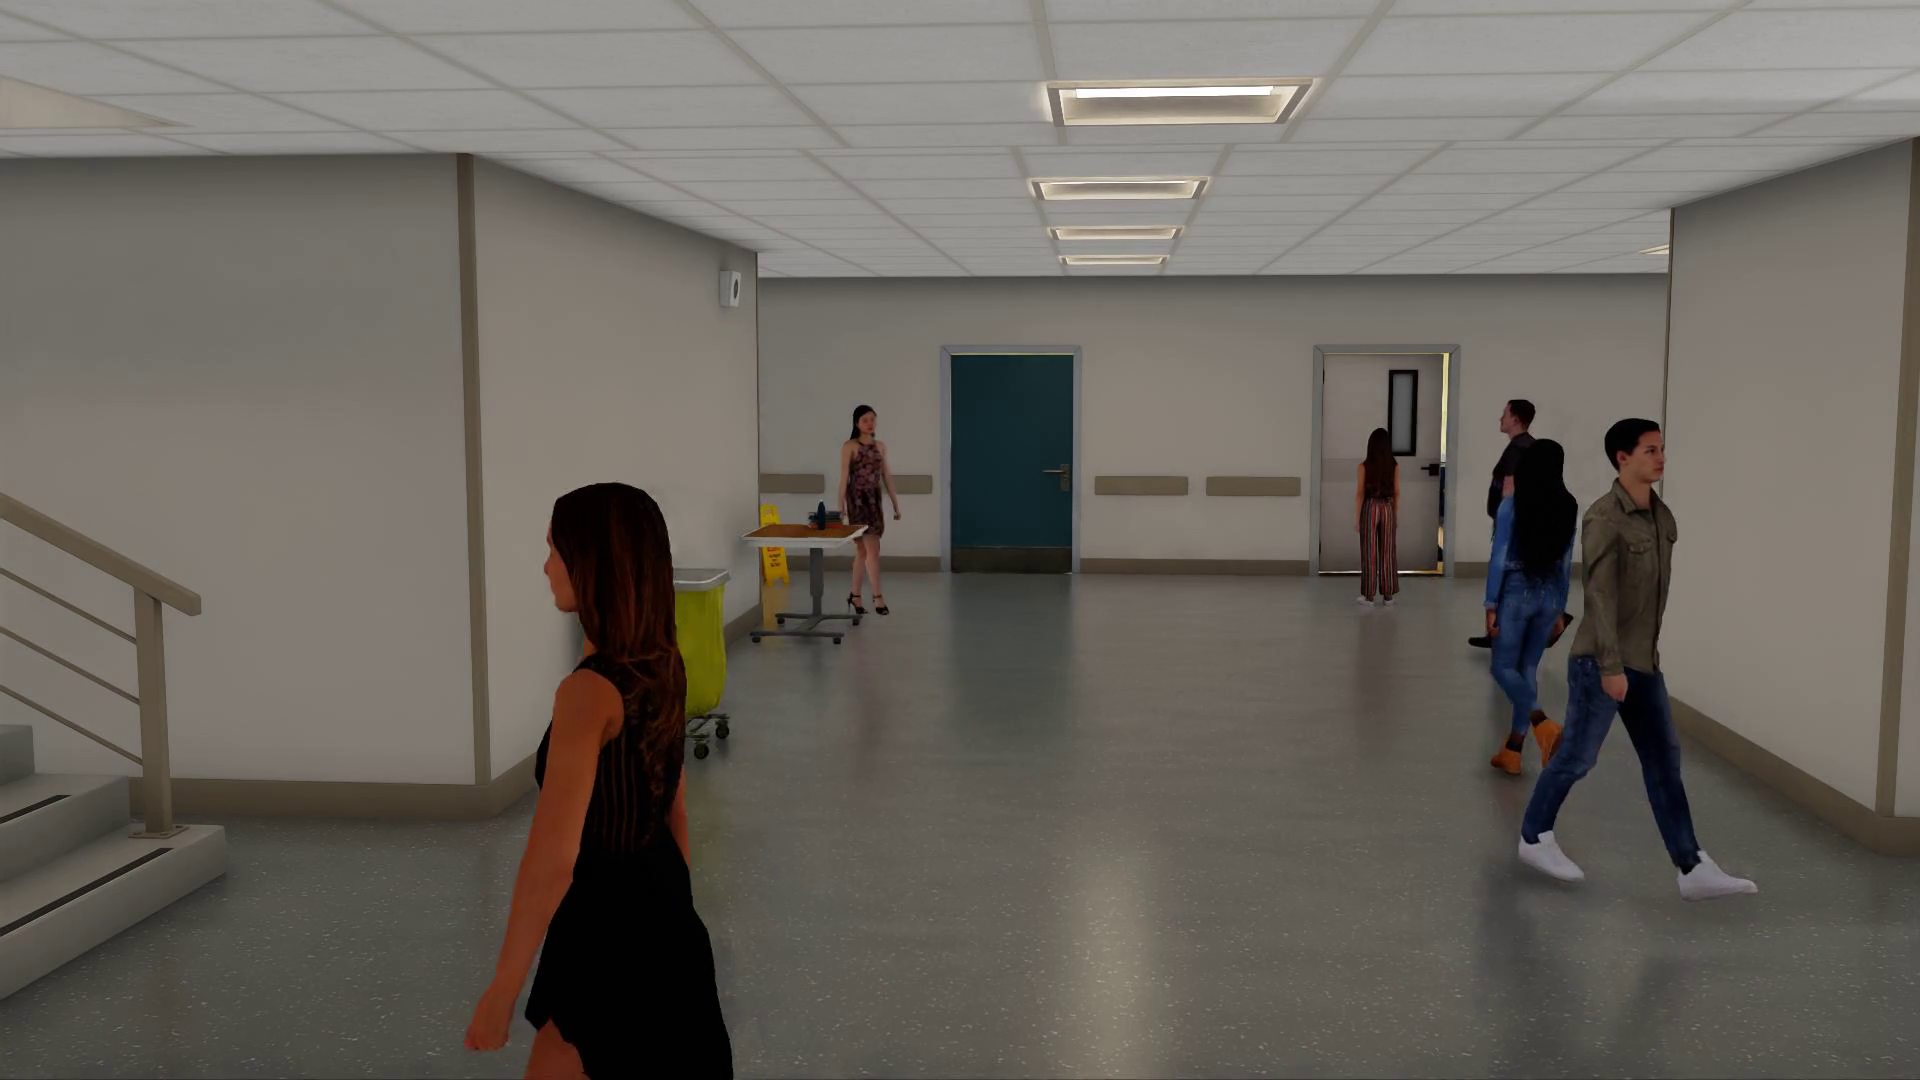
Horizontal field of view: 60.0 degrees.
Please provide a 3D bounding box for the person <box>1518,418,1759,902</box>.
[{"bbox_3d":[2.465,0.477,6.447,1.223,1.816,1.248,-4,7,-36],"label":"person"}]

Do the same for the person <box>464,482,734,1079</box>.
[{"bbox_3d":[-0.502,0.835,2.994,1.082,1.794,0.596,1,6,6],"label":"person"}]

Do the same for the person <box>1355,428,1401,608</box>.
[{"bbox_3d":[3.658,-0.211,14.545,0.486,1.562,0.633,0,6,-1],"label":"person"}]

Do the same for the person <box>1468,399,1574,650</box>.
[{"bbox_3d":[4.048,-0.081,11.924,1.100,1.829,0.952,3,6,28],"label":"person"}]

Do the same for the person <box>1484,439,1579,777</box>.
[{"bbox_3d":[2.847,0.369,8.157,0.960,1.687,0.856,-1,6,-13],"label":"person"}]

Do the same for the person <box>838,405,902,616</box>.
[{"bbox_3d":[-0.849,-0.224,13.758,0.965,1.747,0.907,6,8,44],"label":"person"}]
